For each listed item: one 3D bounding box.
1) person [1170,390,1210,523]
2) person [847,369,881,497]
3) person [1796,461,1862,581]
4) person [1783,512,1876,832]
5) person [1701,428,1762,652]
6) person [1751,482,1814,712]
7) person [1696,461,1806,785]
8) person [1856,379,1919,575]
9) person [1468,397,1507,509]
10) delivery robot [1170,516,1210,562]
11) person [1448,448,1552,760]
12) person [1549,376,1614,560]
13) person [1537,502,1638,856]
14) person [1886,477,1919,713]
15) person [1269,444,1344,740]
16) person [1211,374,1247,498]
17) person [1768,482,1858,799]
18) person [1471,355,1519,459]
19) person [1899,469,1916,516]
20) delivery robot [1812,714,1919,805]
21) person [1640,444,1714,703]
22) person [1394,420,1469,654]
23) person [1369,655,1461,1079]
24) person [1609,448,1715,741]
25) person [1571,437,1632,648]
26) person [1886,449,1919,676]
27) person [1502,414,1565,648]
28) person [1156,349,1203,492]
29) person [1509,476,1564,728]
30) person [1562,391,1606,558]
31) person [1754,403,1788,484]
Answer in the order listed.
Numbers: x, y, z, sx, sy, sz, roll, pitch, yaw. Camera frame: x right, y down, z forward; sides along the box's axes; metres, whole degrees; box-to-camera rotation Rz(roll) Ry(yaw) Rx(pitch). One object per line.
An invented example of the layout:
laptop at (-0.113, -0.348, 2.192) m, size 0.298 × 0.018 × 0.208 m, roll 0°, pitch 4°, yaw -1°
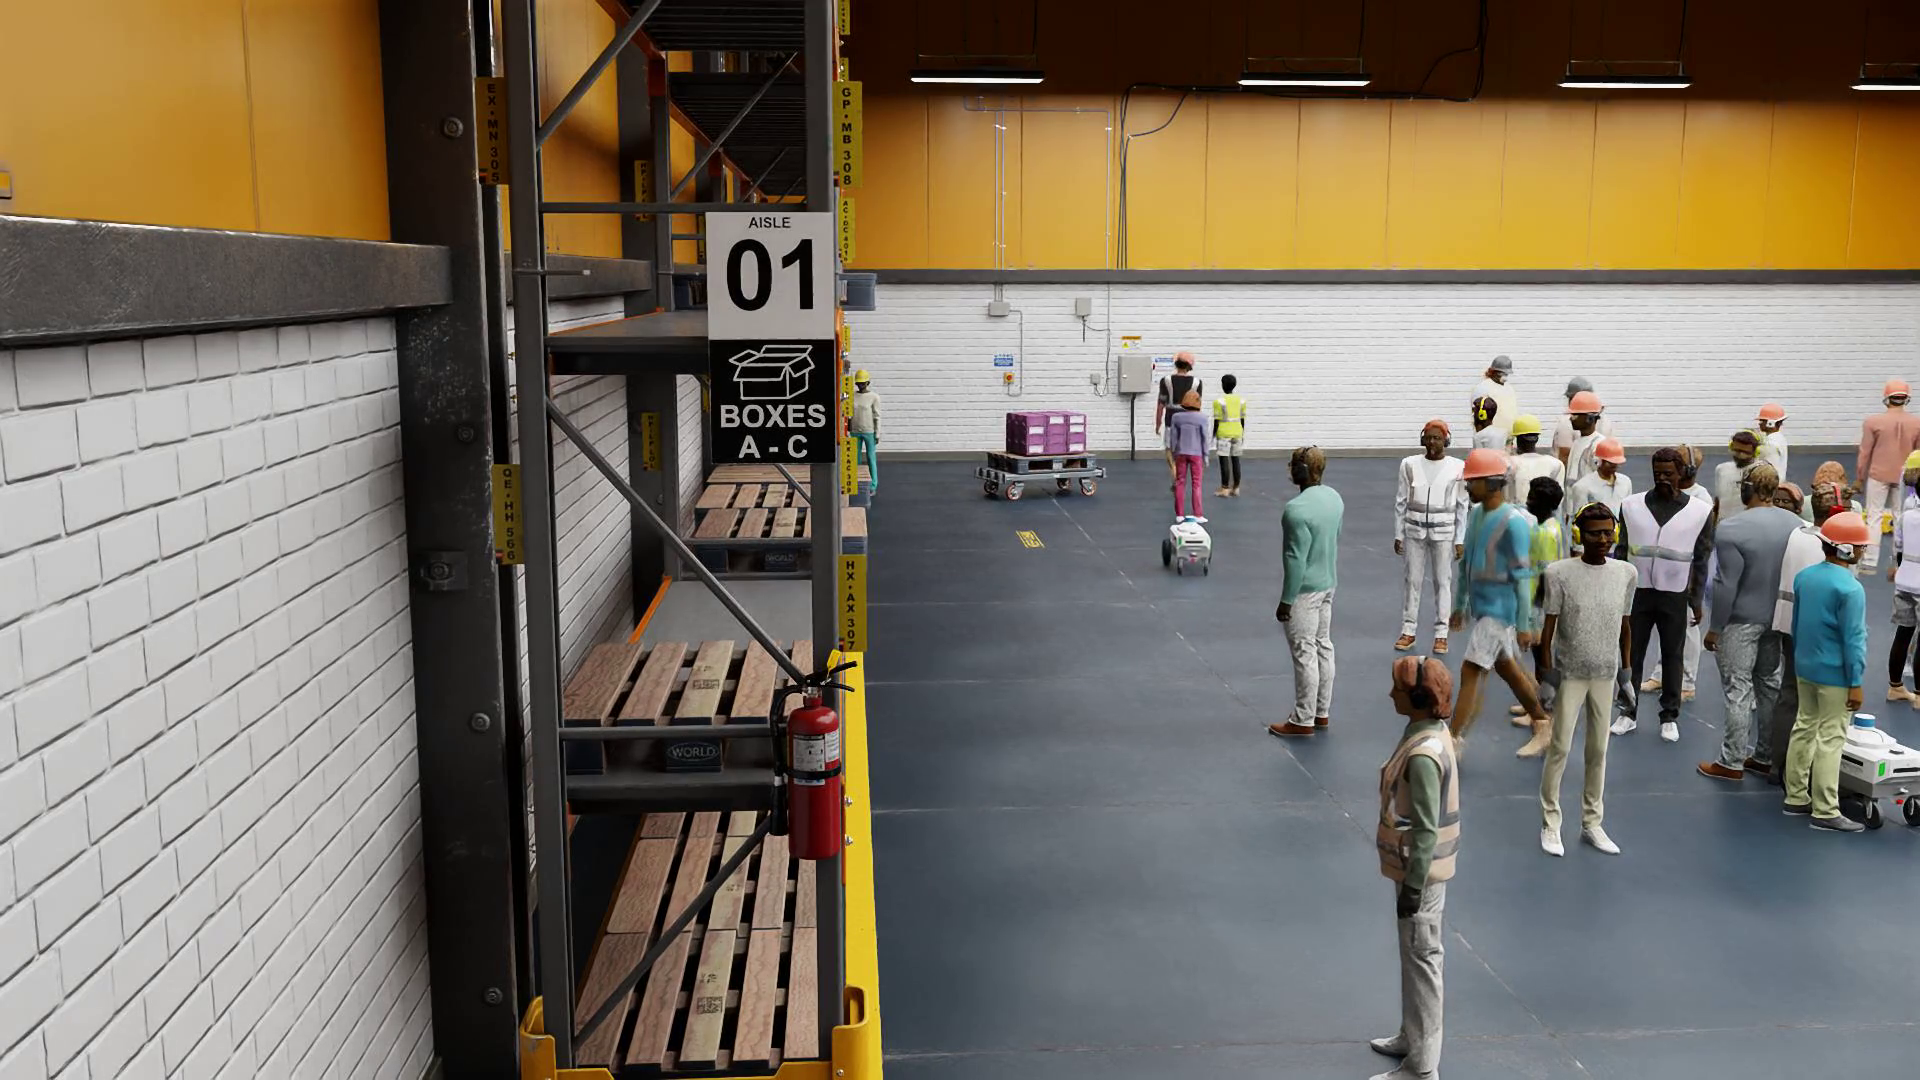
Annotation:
person at (2.814, -1.018, 20.380) m, size 0.501 × 1.633 × 0.283 m, roll 5°, pitch 10°, yaw 29°
person at (-1.334, -1.467, 22.823) m, size 0.524 × 1.761 × 0.338 m, roll 3°, pitch 10°, yaw 20°
person at (6.566, 0.212, 12.658) m, size 0.507 × 1.632 × 0.274 m, roll 6°, pitch 11°, yaw 35°
person at (4.792, 0.713, 9.139) m, size 0.329 × 1.750 × 0.572 m, roll -1°, pitch 9°, yaw -4°
person at (6.140, 0.025, 13.174) m, size 0.420 × 1.844 × 0.548 m, roll -7°, pitch 11°, yaw -36°
person at (5.581, 0.416, 11.351) m, size 0.514 × 1.642 × 0.311 m, roll 7°, pitch 12°, yaw 39°
person at (4.723, 0.494, 9.937) m, size 0.630 × 1.940 × 0.372 m, roll -3°, pitch 10°, yaw -20°
person at (9.431, -0.633, 16.868) m, size 0.617 × 1.988 × 0.405 m, roll 1°, pitch 9°, yaw 9°
person at (5.117, -0.464, 16.215) m, size 0.516 × 1.858 × 0.324 m, roll -7°, pitch 11°, yaw -38°
delivery robot at (2.363, -0.005, 17.106) m, size 0.477 × 0.478 × 0.707 m, roll 0°, pitch 9°, yaw 0°
person at (3.312, 0.418, 10.300) m, size 1.077 × 1.986 × 0.622 m, roll -1°, pitch 9°, yaw -8°
person at (6.135, -0.621, 16.615) m, size 0.688 × 2.000 × 0.536 m, roll -5°, pitch 10°, yaw -30°
person at (3.286, 0.724, 8.706) m, size 0.516 × 1.872 × 0.327 m, roll -1°, pitch 9°, yaw -4°
person at (6.724, 0.349, 11.599) m, size 0.320 × 1.697 × 0.532 m, roll -1°, pitch 9°, yaw -7°
person at (2.272, 0.338, 10.913) m, size 0.373 × 1.940 × 0.627 m, roll 7°, pitch 11°, yaw 37°
person at (3.676, -1.429, 22.767) m, size 0.540 × 1.695 × 0.317 m, roll -5°, pitch 10°, yaw -27°
person at (4.967, 0.579, 9.701) m, size 0.372 × 1.840 × 0.570 m, roll -2°, pitch 9°, yaw -11°
person at (6.847, -1.346, 21.167) m, size 0.674 × 2.000 × 0.535 m, roll -6°, pitch 11°, yaw -34°
person at (7.718, 0.035, 13.156) m, size 0.429 × 1.837 × 0.629 m, roll -2°, pitch 9°, yaw -15°
delivery robot at (5.084, 1.226, 9.378) m, size 0.477 × 0.478 × 0.707 m, roll -2°, pitch 9°, yaw -11°
person at (5.112, 0.235, 11.855) m, size 0.345 × 1.846 × 0.508 m, roll -2°, pitch 9°, yaw -13°
person at (3.783, -0.030, 13.395) m, size 0.575 × 1.885 × 0.355 m, roll 4°, pitch 10°, yaw 26°
person at (1.705, 1.235, 6.218) m, size 0.306 × 1.639 × 0.523 m, roll 3°, pitch 9°, yaw 16°
person at (4.587, 0.348, 10.911) m, size 0.592 × 1.920 × 0.392 m, roll 5°, pitch 10°, yaw 30°
person at (5.209, 0.032, 13.459) m, size 0.574 × 1.738 × 0.354 m, roll -4°, pitch 10°, yaw -21°
person at (7.254, 0.179, 12.576) m, size 0.518 × 1.723 × 0.385 m, roll -6°, pitch 11°, yaw -33°
person at (4.565, -0.058, 13.471) m, size 0.586 × 1.918 × 0.395 m, roll 0°, pitch 9°, yaw 1°
person at (3.055, -1.631, 23.069) m, size 0.631 × 2.011 × 0.799 m, roll 0°, pitch 9°, yaw 0°
person at (3.898, 0.414, 11.197) m, size 0.318 × 1.697 × 0.535 m, roll 3°, pitch 9°, yaw 17°
person at (5.341, -0.256, 14.313) m, size 0.381 × 2.041 × 0.616 m, roll 0°, pitch 9°, yaw 2°
person at (8.123, -0.500, 16.751) m, size 0.329 × 1.751 × 0.571 m, roll 5°, pitch 10°, yaw 29°
